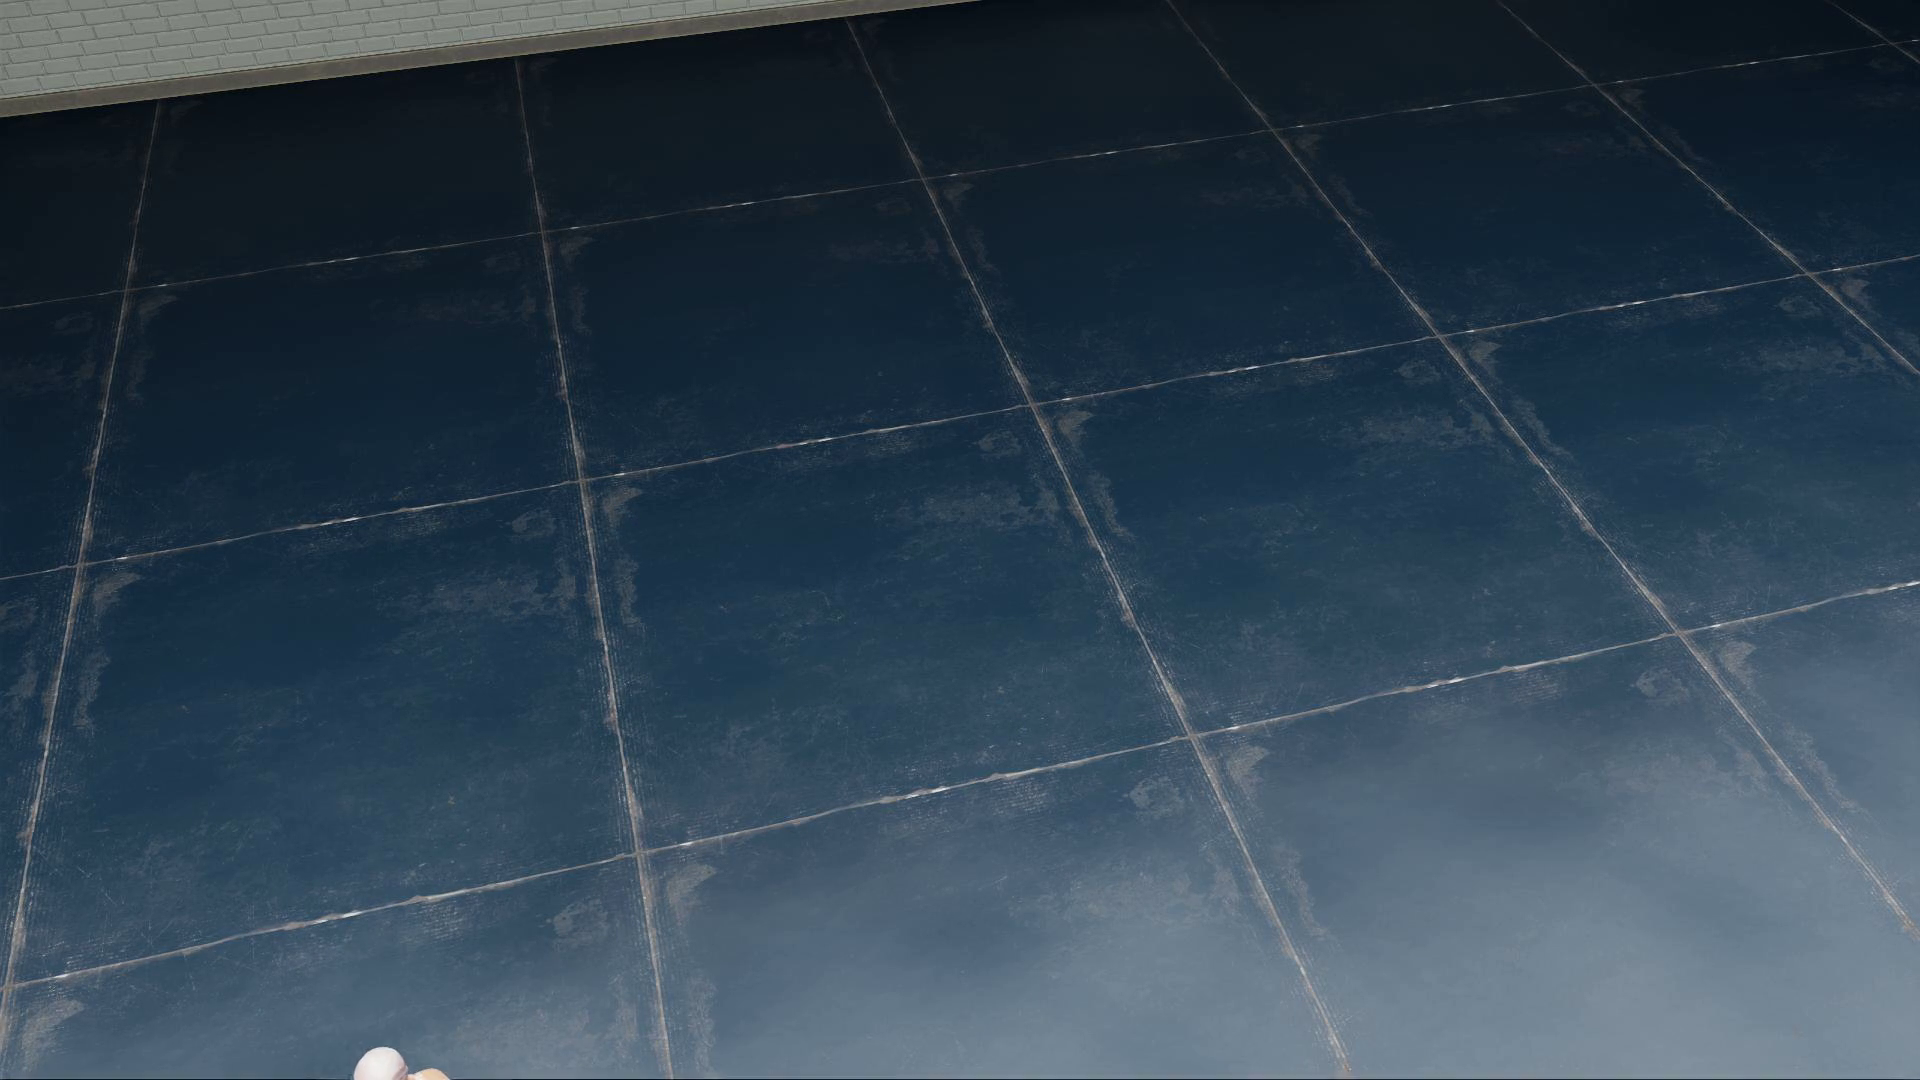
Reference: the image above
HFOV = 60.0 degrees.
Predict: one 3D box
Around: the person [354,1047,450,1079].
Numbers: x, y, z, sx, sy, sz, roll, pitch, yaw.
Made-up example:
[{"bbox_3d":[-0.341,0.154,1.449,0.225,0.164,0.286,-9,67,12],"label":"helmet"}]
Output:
[{"bbox_3d":[-2.111,2.363,6.440,0.780,1.660,1.176,-19,46,-19],"label":"person"}]
